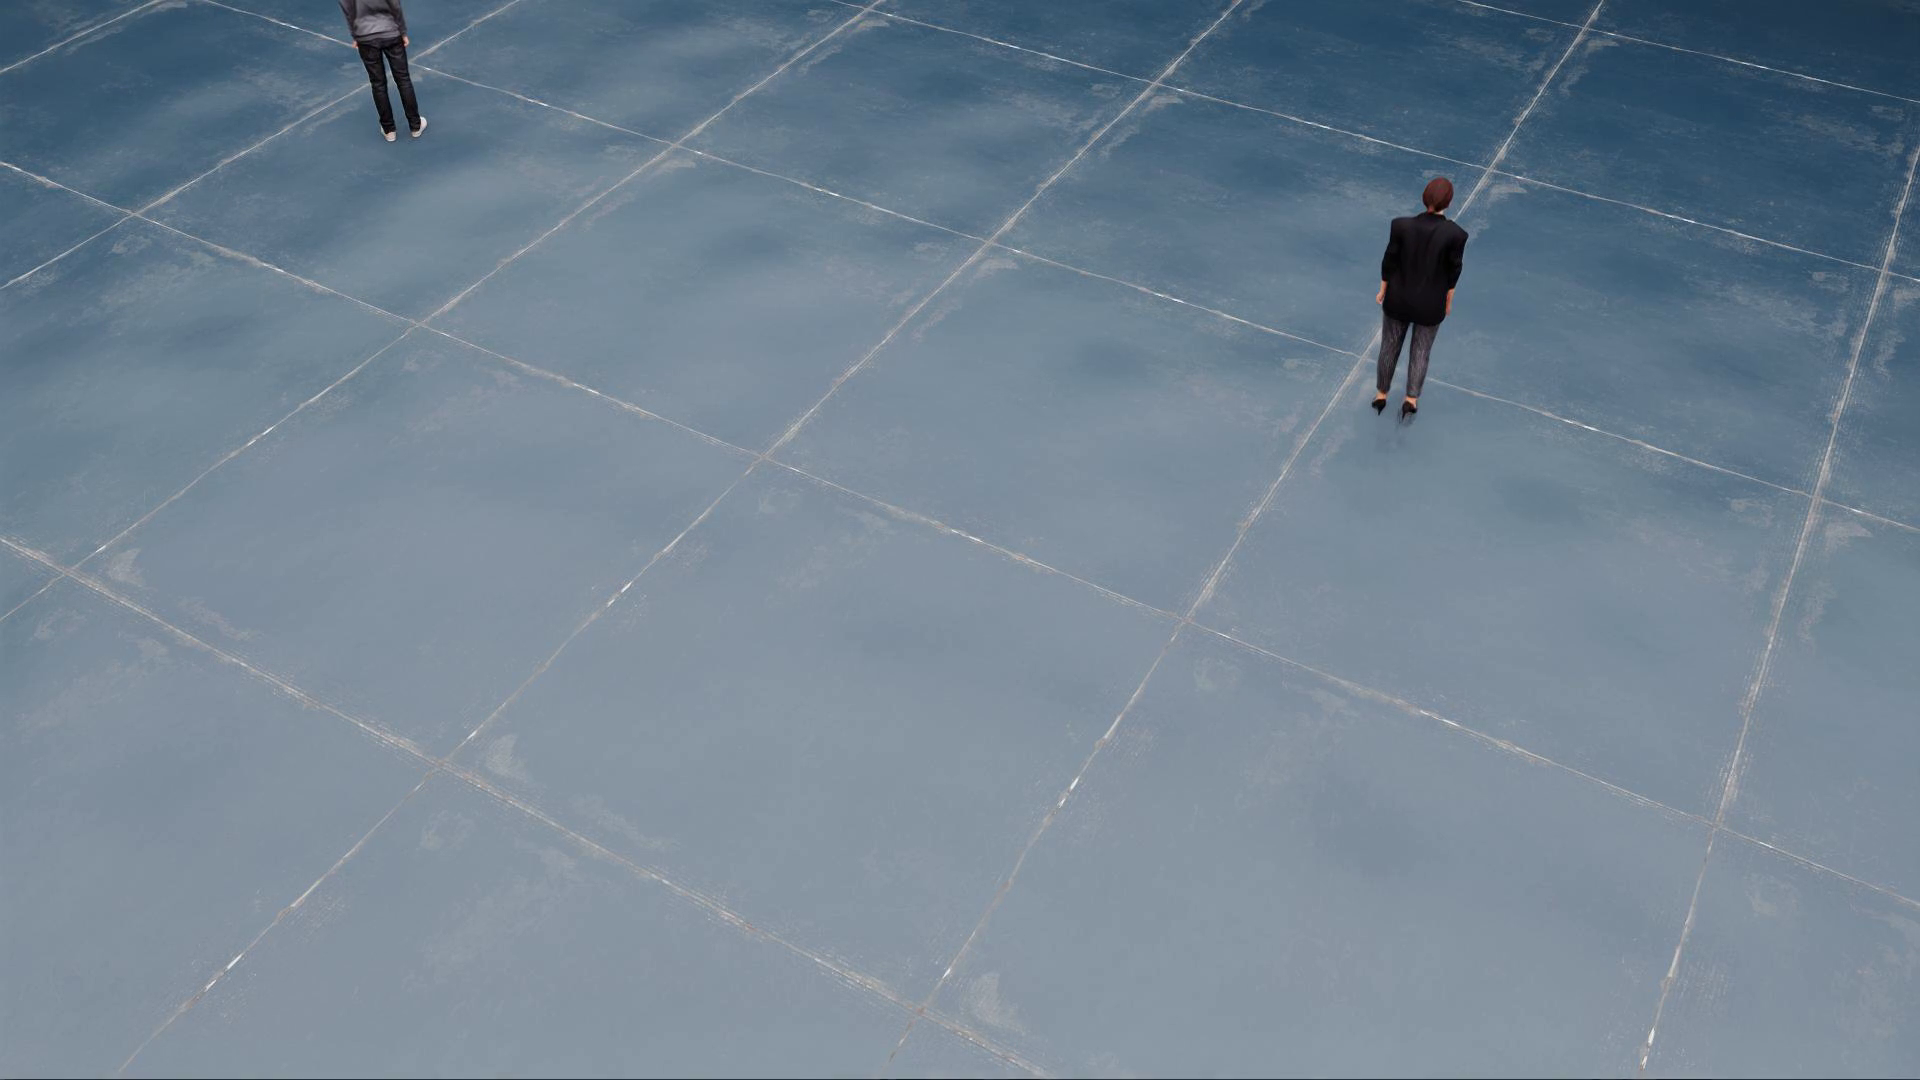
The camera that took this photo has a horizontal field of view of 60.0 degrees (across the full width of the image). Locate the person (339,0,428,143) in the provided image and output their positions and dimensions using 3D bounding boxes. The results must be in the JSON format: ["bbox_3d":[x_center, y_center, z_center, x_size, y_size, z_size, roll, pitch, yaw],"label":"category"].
[{"bbox_3d":[-4.681,-4.068,13.396,0.690,1.761,0.756,-12,43,-12],"label":"person"}]

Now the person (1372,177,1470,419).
[{"bbox_3d":[2.906,-1.523,10.626,0.683,1.718,0.629,13,44,14],"label":"person"}]
